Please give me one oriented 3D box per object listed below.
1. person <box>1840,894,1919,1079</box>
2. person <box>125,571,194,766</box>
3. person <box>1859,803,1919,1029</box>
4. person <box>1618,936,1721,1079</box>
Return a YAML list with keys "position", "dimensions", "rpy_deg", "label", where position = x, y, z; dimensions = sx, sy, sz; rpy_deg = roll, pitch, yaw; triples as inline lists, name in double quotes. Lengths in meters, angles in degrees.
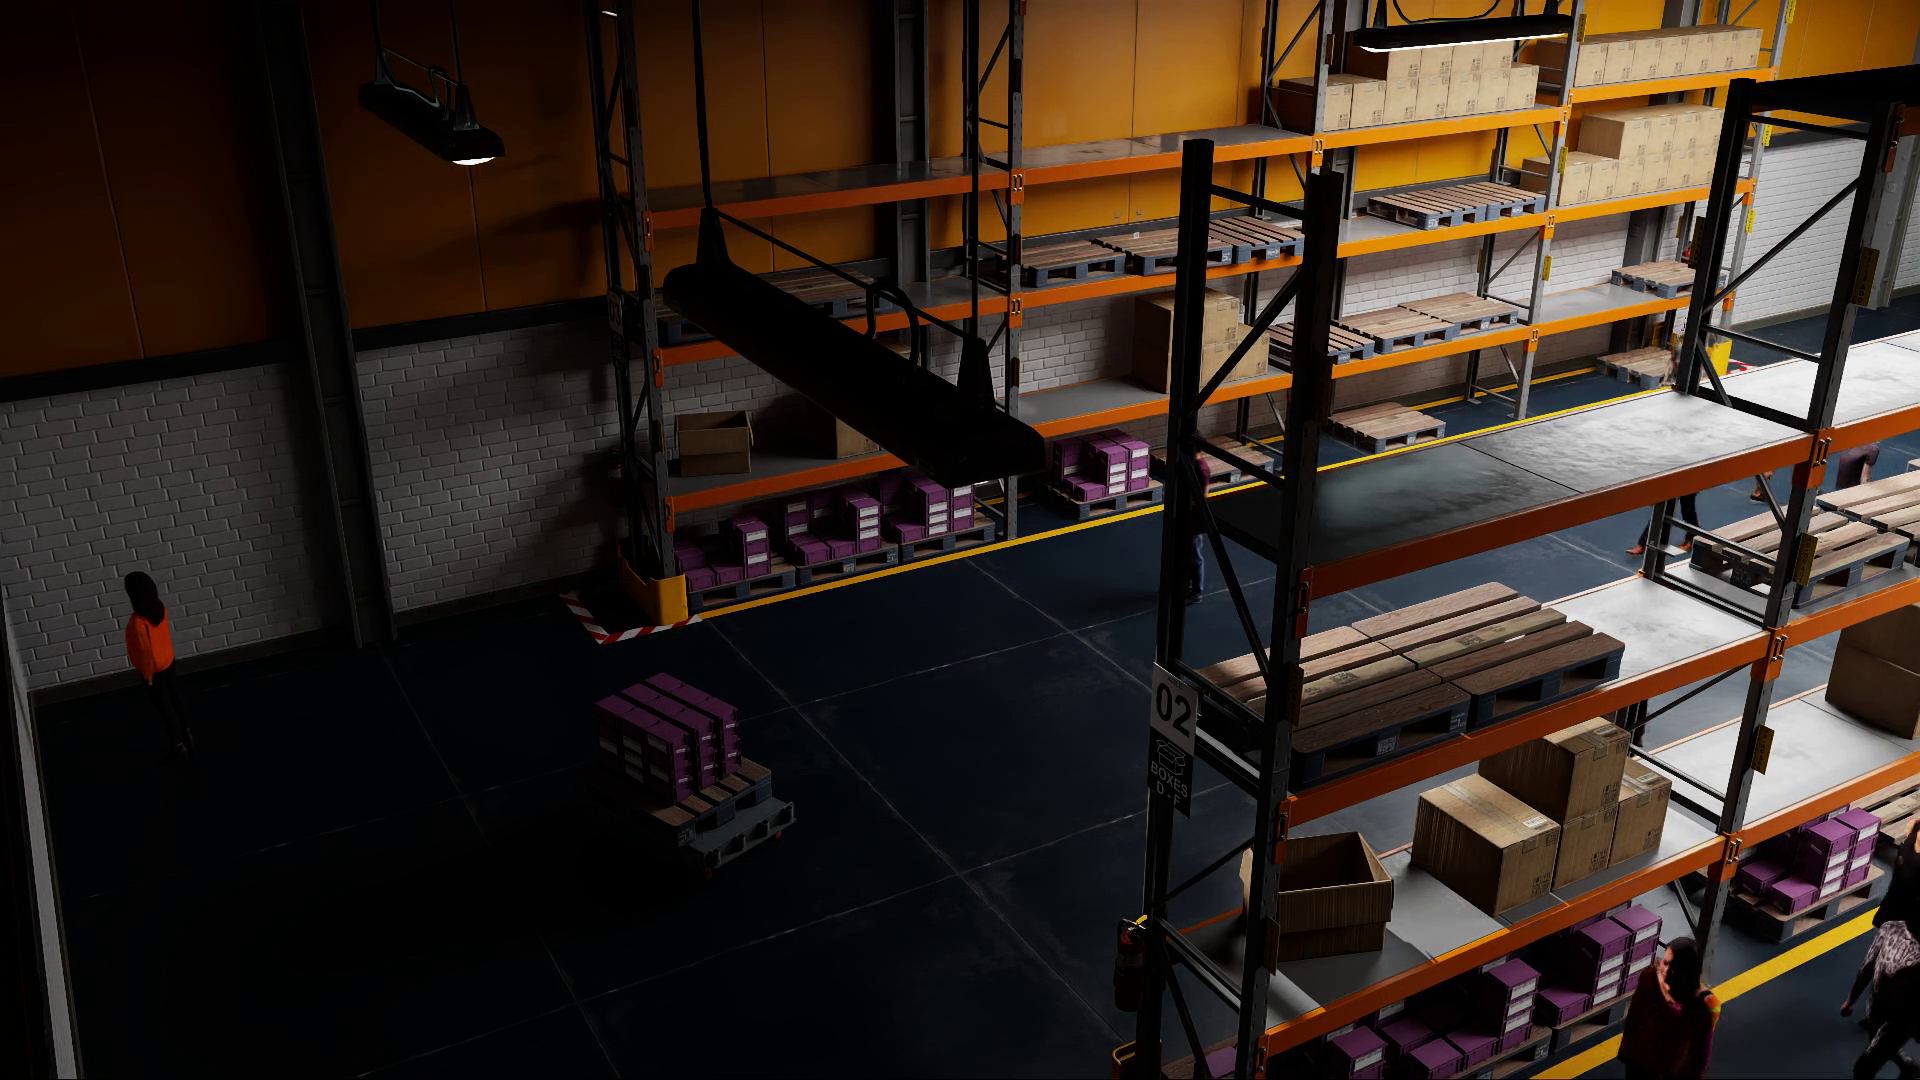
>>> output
- position: [5.661, 2.818, 9.998]
  dimensions: [1.164, 1.678, 0.679]
  rpy_deg: [-9, 25, -20]
  label: "person"
- position: [-6.725, 1.053, 13.948]
  dimensions: [0.694, 1.749, 0.701]
  rpy_deg: [-2, 24, -4]
  label: "person"
- position: [6.249, 2.412, 10.750]
  dimensions: [0.931, 1.820, 0.758]
  rpy_deg: [-4, 24, -9]
  label: "person"
- position: [4.126, 2.987, 9.634]
  dimensions: [0.721, 1.660, 0.678]
  rpy_deg: [-16, 28, -31]
  label: "person"
